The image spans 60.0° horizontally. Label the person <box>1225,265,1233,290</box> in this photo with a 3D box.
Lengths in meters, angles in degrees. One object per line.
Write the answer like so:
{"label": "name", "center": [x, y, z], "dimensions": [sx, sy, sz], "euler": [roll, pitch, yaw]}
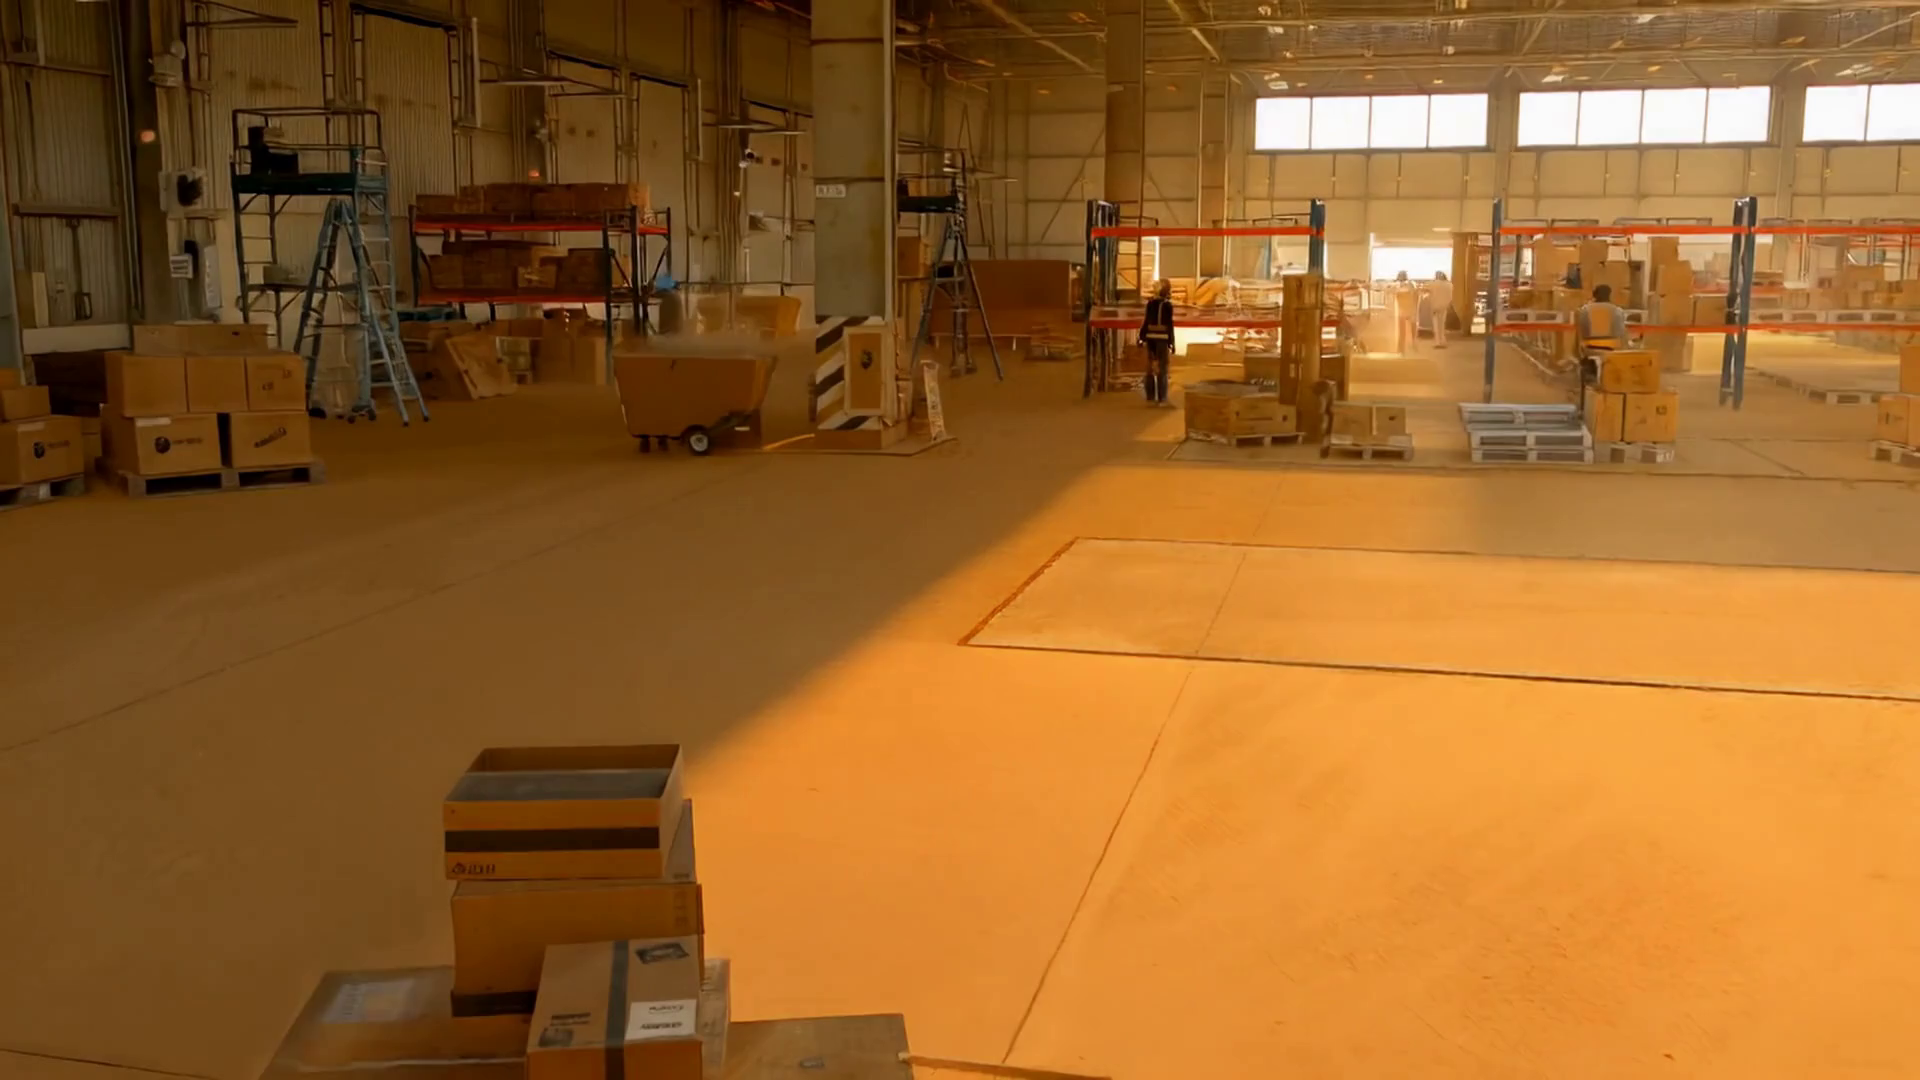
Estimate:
{"label": "person", "center": [9.502, -8.709, 58.511], "dimensions": [0.653, 1.918, 0.551], "euler": [-1, 10, -8]}

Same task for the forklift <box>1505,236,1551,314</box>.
{"label": "forklift", "center": [18.170, -8.101, 52.104], "dimensions": [1.873, 2.768, 1.129], "euler": [1, 10, 7]}

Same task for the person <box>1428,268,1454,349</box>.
{"label": "person", "center": [11.497, -5.527, 39.766], "dimensions": [0.640, 1.926, 0.483], "euler": [-1, 10, -6]}

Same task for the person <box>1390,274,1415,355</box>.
{"label": "person", "center": [9.907, -5.023, 37.122], "dimensions": [0.540, 1.802, 0.925], "euler": [0, 10, -3]}

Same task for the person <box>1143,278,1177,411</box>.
{"label": "person", "center": [2.838, -2.769, 23.631], "dimensions": [0.356, 1.887, 0.572], "euler": [-6, 11, -33]}

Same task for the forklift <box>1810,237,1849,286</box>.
{"label": "forklift", "center": [27.367, -8.161, 52.455], "dimensions": [1.129, 2.768, 1.873], "euler": [2, 10, 14]}

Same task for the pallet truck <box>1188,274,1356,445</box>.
{"label": "pallet truck", "center": [3.653, -2.138, 19.590], "dimensions": [1.885, 1.965, 0.823], "euler": [-4, 10, -20]}

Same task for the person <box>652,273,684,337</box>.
{"label": "person", "center": [-3.911, -2.610, 22.441], "dimensions": [0.460, 1.976, 0.624], "euler": [-4, 10, -21]}

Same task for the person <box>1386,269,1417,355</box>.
{"label": "person", "center": [9.905, -5.109, 37.321], "dimensions": [0.650, 1.912, 0.466], "euler": [8, 13, 40]}

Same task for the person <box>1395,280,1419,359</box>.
{"label": "person", "center": [9.702, -4.805, 36.162], "dimensions": [0.490, 1.703, 0.901], "euler": [0, 10, 1]}

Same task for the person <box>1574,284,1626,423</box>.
{"label": "person", "center": [8.202, -2.357, 21.345], "dimensions": [0.621, 1.841, 0.429], "euler": [4, 10, 21]}

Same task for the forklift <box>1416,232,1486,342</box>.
{"label": "forklift", "center": [12.823, -6.543, 42.926], "dimensions": [1.873, 2.768, 1.129], "euler": [2, 10, 14]}

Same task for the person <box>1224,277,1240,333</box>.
{"label": "person", "center": [7.499, -6.408, 45.775], "dimensions": [0.514, 1.642, 0.310], "euler": [7, 12, 37]}

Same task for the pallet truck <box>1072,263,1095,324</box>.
{"label": "pallet truck", "center": [4.325, -8.180, 55.162], "dimensions": [0.823, 1.965, 1.885], "euler": [6, 11, 31]}
